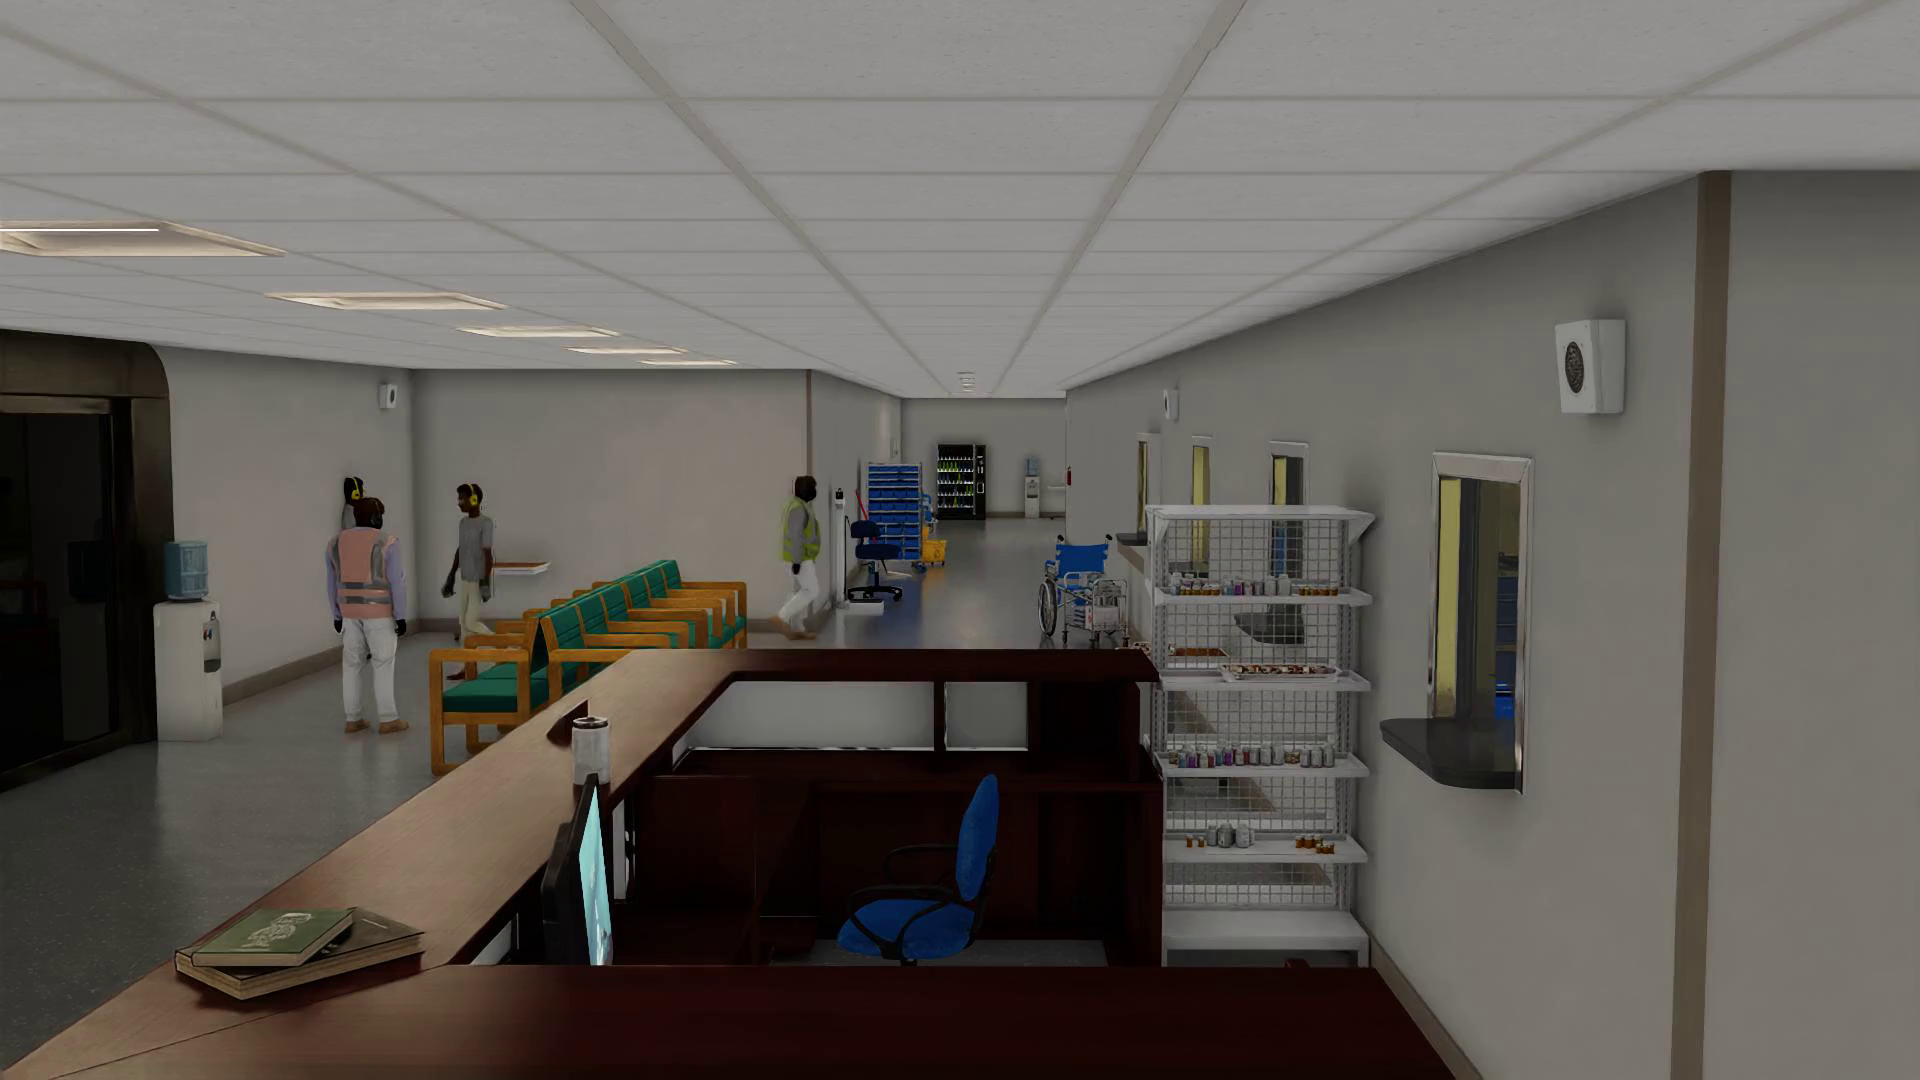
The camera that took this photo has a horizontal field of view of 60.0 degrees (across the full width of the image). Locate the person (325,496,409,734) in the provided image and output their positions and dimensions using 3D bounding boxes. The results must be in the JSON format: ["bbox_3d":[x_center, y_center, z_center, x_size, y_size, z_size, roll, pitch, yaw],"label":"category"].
[{"bbox_3d":[-4.578,0.582,12.912,0.634,1.839,0.429,1,4,11],"label":"person"}]

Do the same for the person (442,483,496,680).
[{"bbox_3d":[-4.545,0.393,15.555,0.516,1.850,0.520,-4,6,-44],"label":"person"}]

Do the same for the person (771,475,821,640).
[{"bbox_3d":[-1.766,0.205,18.252,0.492,1.829,0.641,-1,4,-8],"label":"person"}]

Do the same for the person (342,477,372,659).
[{"bbox_3d":[-6.193,0.291,16.878,0.522,1.863,0.331,2,5,31],"label":"person"}]
